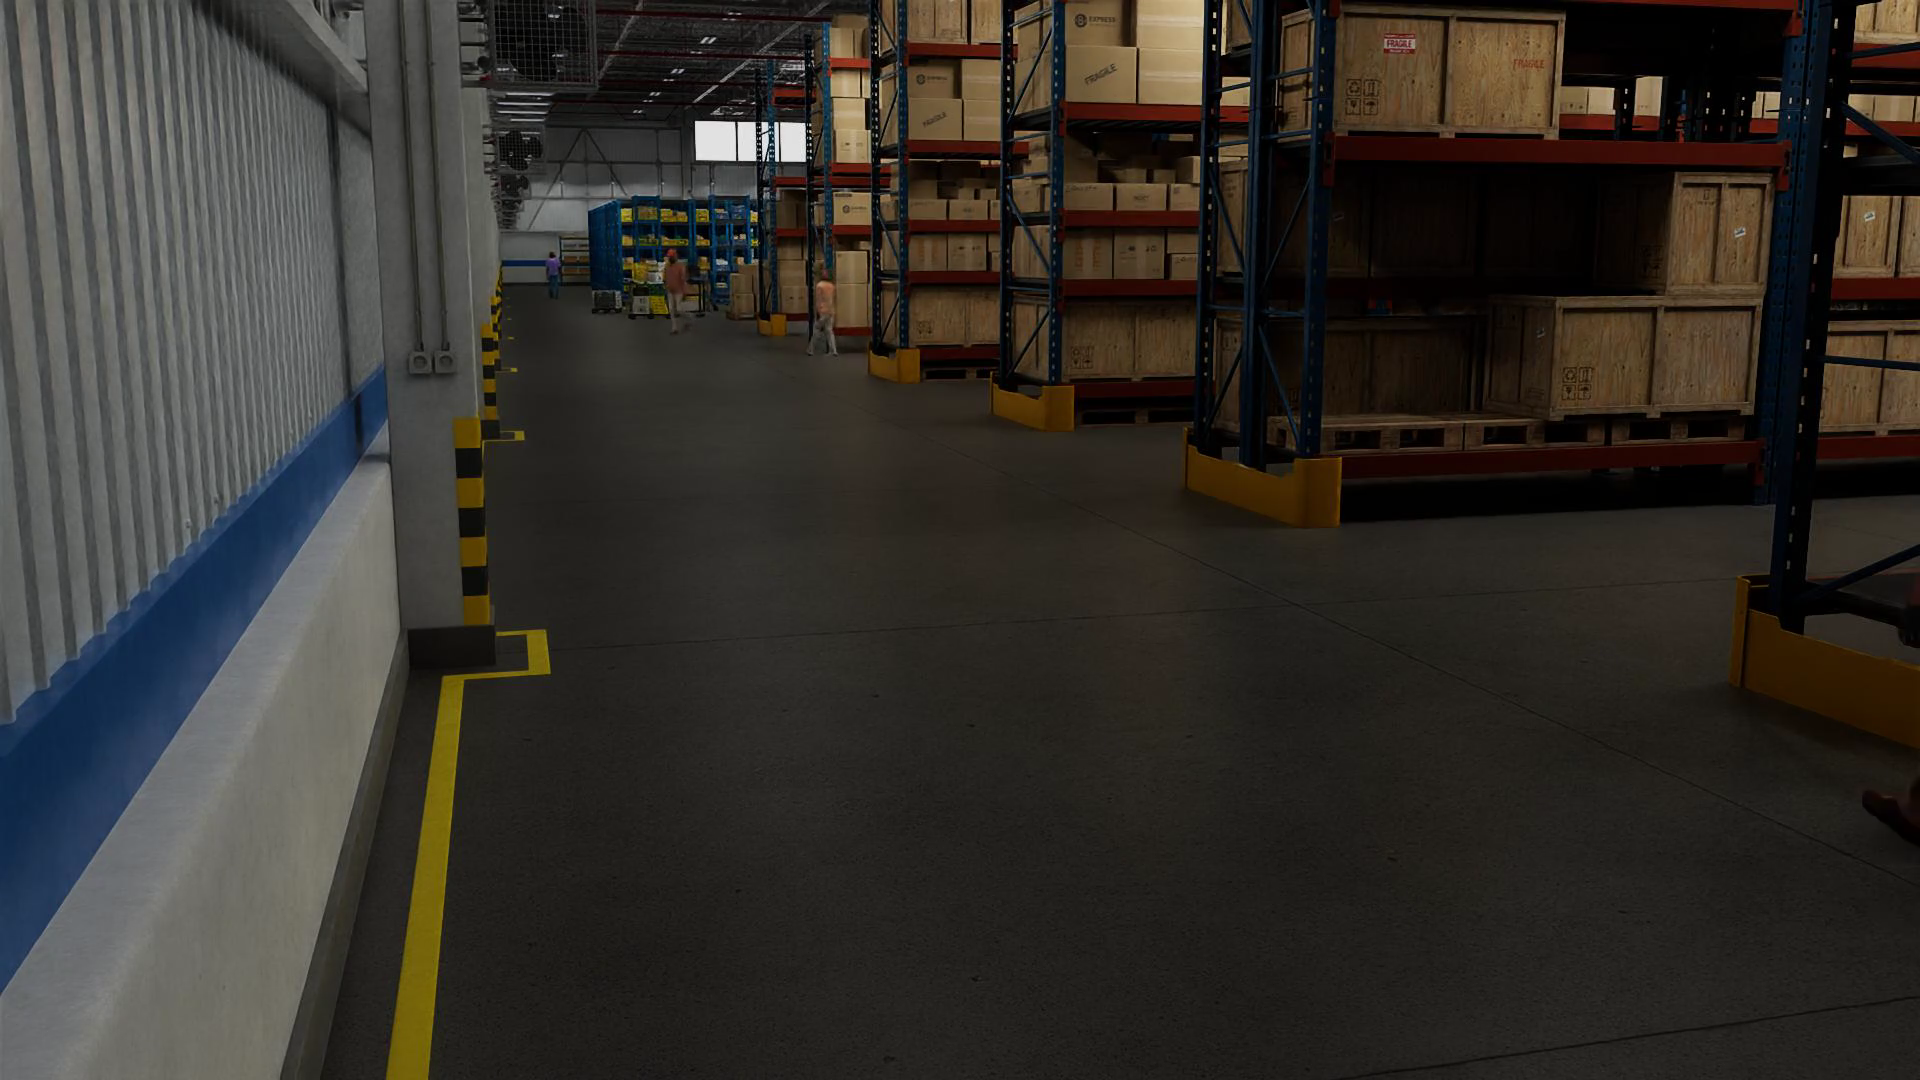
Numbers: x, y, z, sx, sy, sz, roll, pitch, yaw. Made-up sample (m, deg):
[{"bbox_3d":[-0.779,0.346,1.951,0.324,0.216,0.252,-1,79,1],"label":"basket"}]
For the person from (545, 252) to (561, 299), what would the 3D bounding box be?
[{"bbox_3d":[-15.800,-10.267,64.596,0.572,1.792,0.989,-3,10,-16],"label":"person"}]

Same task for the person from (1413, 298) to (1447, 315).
[{"bbox_3d":[4.464,-1.644,15.948,0.462,1.725,0.506,-4,11,-20],"label":"person"}]

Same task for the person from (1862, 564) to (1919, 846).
[{"bbox_3d":[3.320,0.161,5.332,0.784,1.851,0.932,-5,11,-28],"label":"person"}]

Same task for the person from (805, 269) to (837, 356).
[{"bbox_3d":[-2.558,-4.188,30.682,0.691,1.606,0.571,7,12,35],"label":"person"}]

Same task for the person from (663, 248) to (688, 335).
[{"bbox_3d":[-6.546,-5.701,38.203,0.639,1.978,0.474,5,11,26],"label":"person"}]
